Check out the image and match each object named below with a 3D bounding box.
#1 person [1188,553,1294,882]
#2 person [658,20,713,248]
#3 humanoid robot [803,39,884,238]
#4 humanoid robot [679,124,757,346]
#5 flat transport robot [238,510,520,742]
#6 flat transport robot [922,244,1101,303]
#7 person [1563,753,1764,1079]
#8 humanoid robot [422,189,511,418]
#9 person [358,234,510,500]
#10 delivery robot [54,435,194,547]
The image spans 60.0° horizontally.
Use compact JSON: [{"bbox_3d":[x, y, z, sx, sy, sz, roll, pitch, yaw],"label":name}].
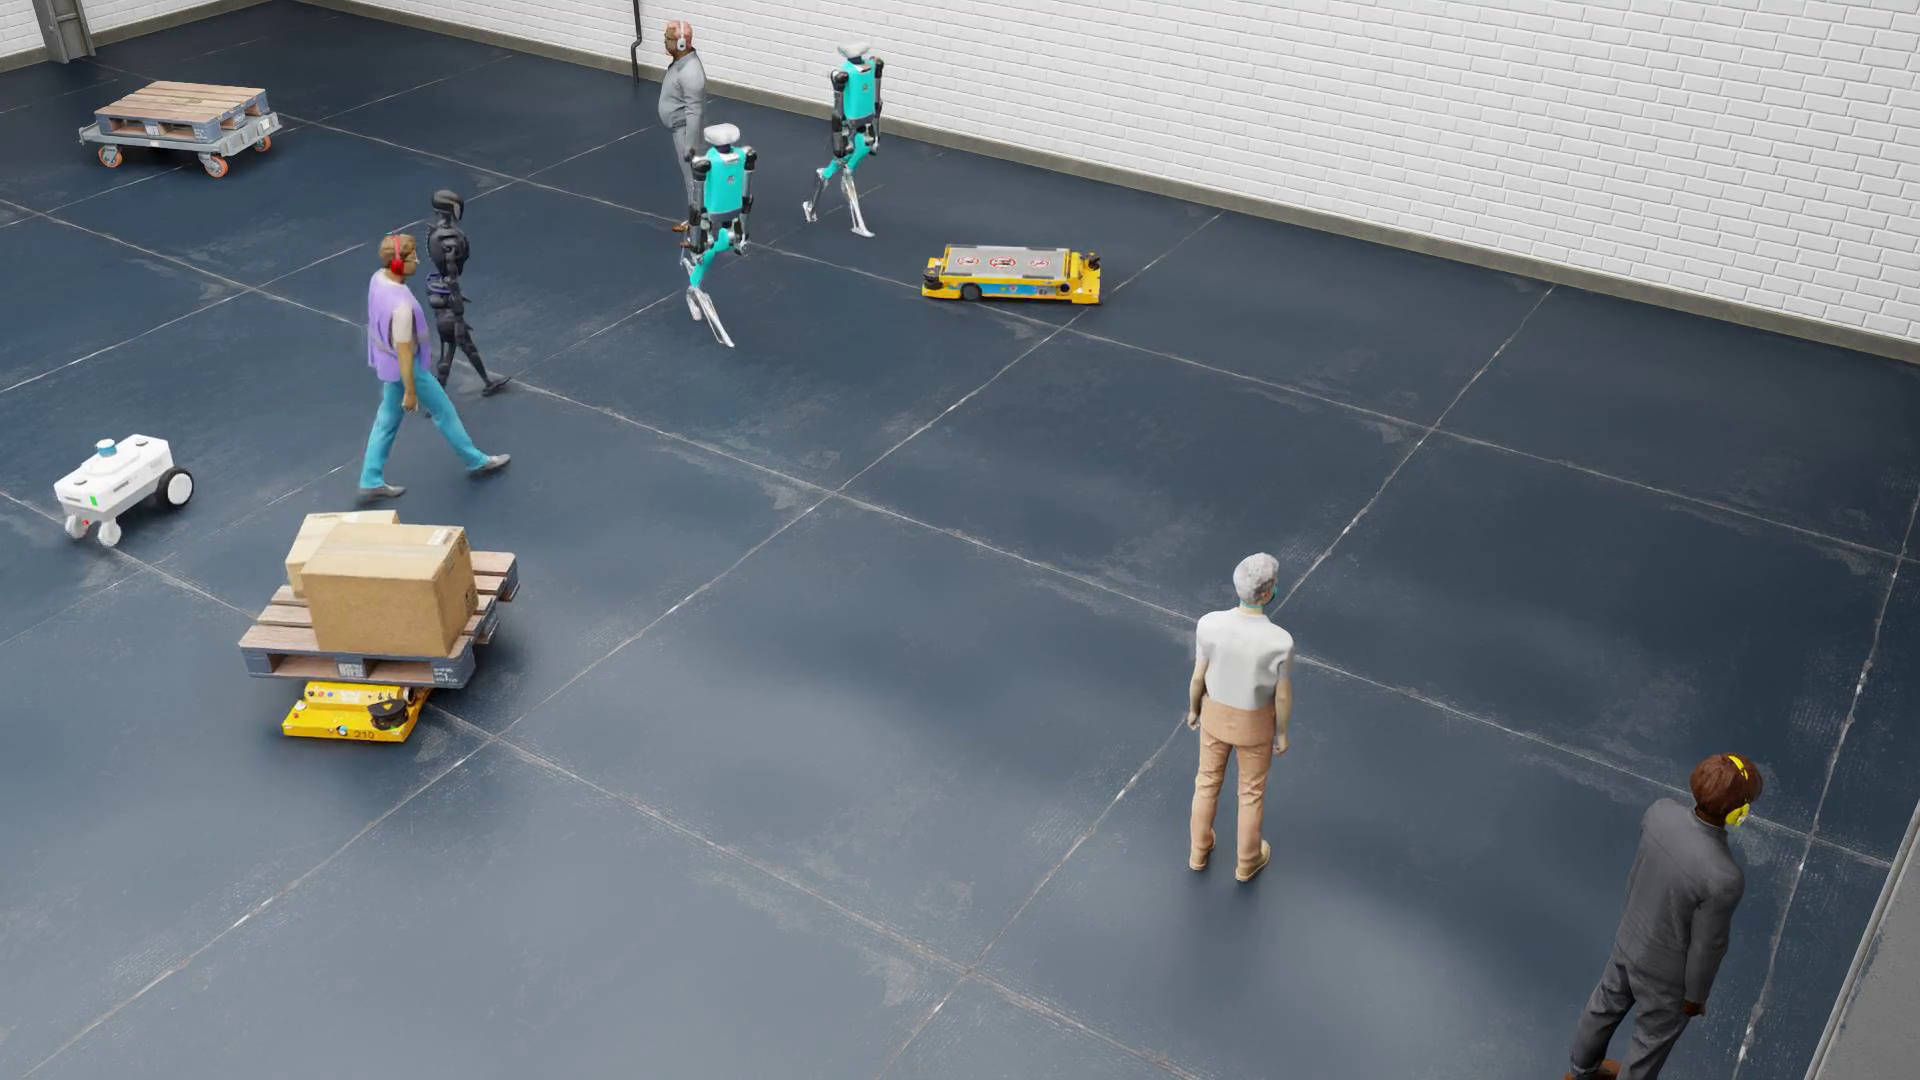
[{"bbox_3d":[1.274,0.822,7.614,0.476,1.741,0.318,14,35,21],"label":"person"},{"bbox_3d":[-2.326,-3.446,14.100,0.414,1.913,0.642,-9,34,-13],"label":"person"},{"bbox_3d":[-1.080,-3.476,14.334,0.557,1.802,0.929,-28,42,-37],"label":"humanoid robot"},{"bbox_3d":[-1.967,-2.364,12.612,0.555,1.764,1.001,-25,40,-34],"label":"humanoid robot"},{"bbox_3d":[-3.187,0.601,9.321,0.659,0.231,1.431,3,33,4],"label":"flat transport robot"},{"bbox_3d":[0.431,-2.178,13.645,1.431,0.231,0.659,3,33,4],"label":"flat transport robot"},{"bbox_3d":[2.679,1.569,6.344,0.353,1.866,0.491,-9,34,-13],"label":"person"},{"bbox_3d":[-3.539,-1.649,11.552,0.668,1.624,0.601,-12,35,-18],"label":"humanoid robot"},{"bbox_3d":[-3.503,-1.091,10.557,0.974,1.786,0.572,-22,39,-30],"label":"person"},{"bbox_3d":[-5.337,-0.357,10.539,0.499,0.586,0.765,11,34,17],"label":"delivery robot"}]
